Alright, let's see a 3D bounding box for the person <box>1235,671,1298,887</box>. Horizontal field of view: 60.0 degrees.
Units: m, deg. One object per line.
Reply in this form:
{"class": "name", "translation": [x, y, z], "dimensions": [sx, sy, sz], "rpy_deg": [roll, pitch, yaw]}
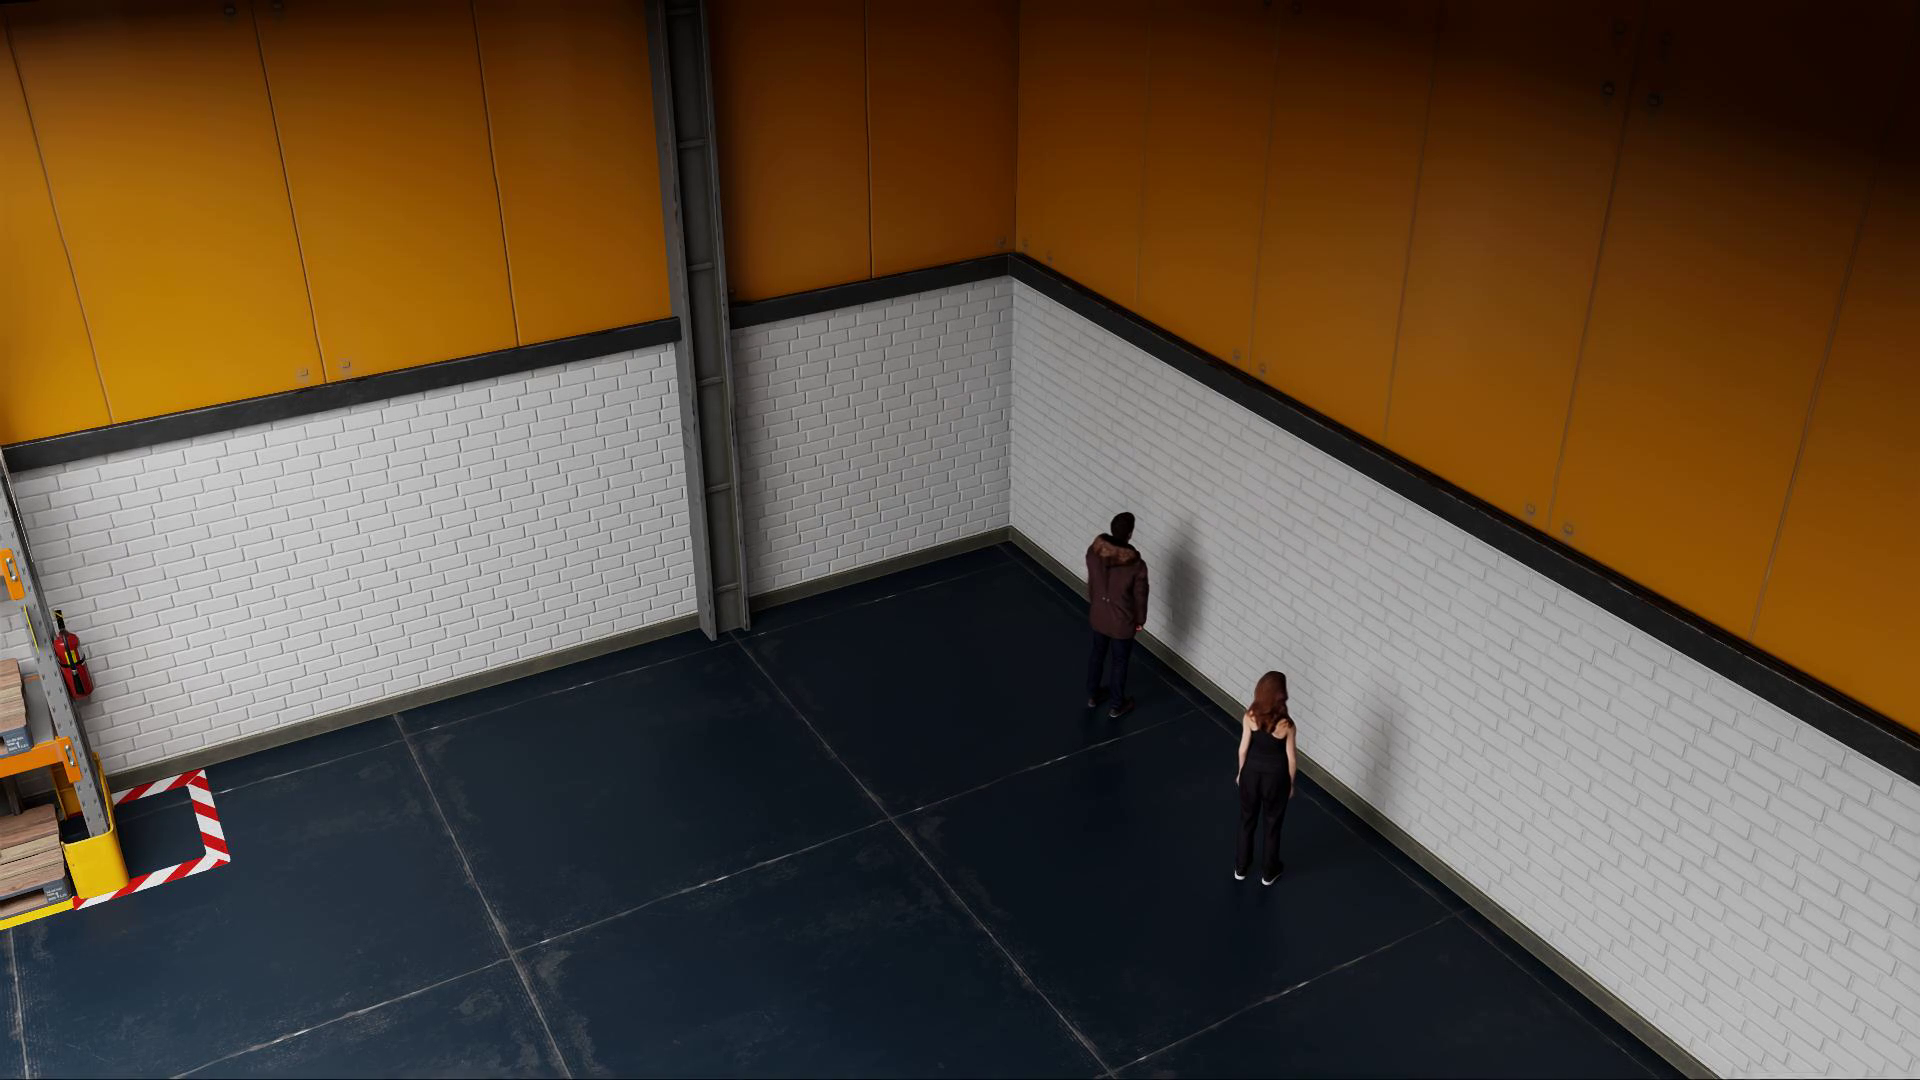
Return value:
{"class": "person", "translation": [2.179, 1.711, 11.917], "dimensions": [0.666, 1.742, 0.699], "rpy_deg": [12, 31, 21]}

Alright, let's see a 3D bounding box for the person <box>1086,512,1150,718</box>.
{"class": "person", "translation": [1.277, 0.610, 13.829], "dimensions": [0.838, 1.844, 0.805], "rpy_deg": [21, 35, 33]}
